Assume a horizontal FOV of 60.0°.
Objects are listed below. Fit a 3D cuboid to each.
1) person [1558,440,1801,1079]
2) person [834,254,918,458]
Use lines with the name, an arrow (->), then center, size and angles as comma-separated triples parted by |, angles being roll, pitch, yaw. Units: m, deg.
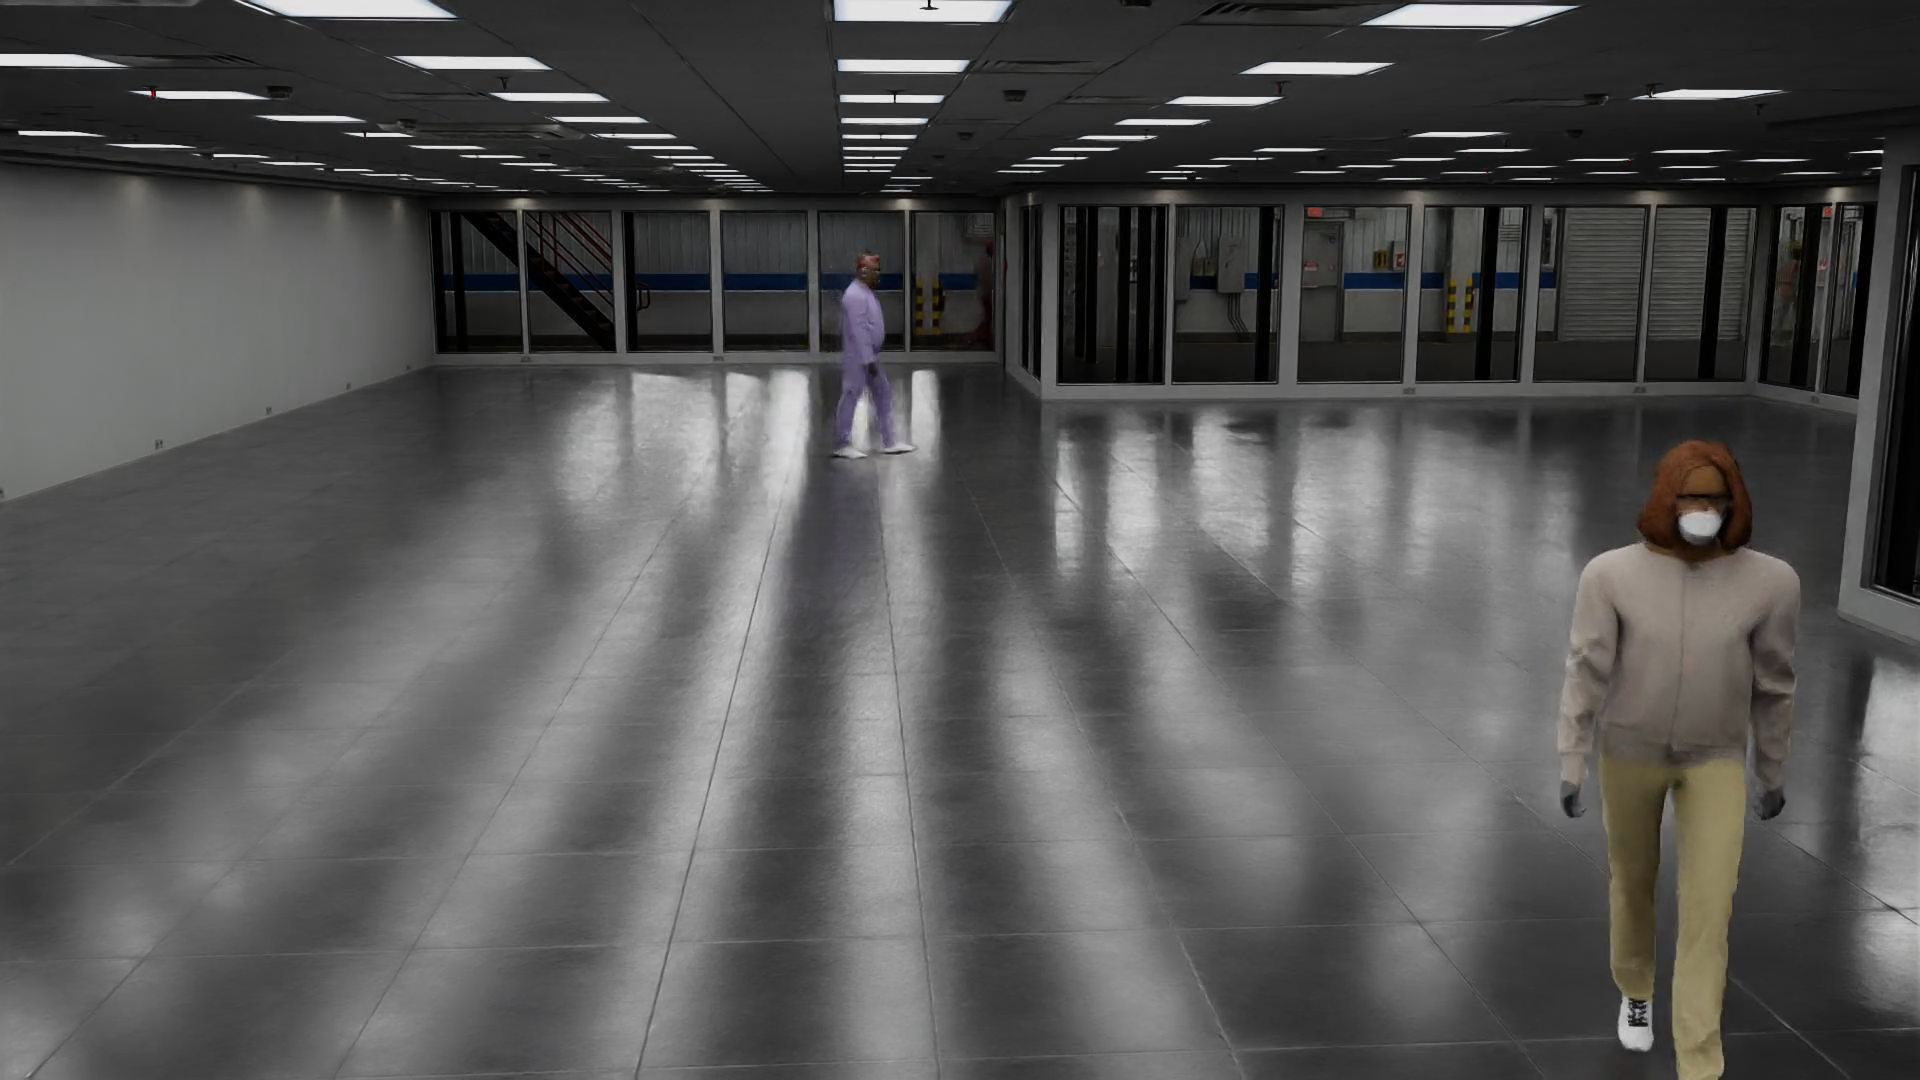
person -> 1.703, 0.564, 3.970 | 0.527, 1.588, 0.830 | 4, 11, 19
person -> -0.787, -1.674, 15.294 | 0.857, 1.874, 0.658 | 2, 11, 12
